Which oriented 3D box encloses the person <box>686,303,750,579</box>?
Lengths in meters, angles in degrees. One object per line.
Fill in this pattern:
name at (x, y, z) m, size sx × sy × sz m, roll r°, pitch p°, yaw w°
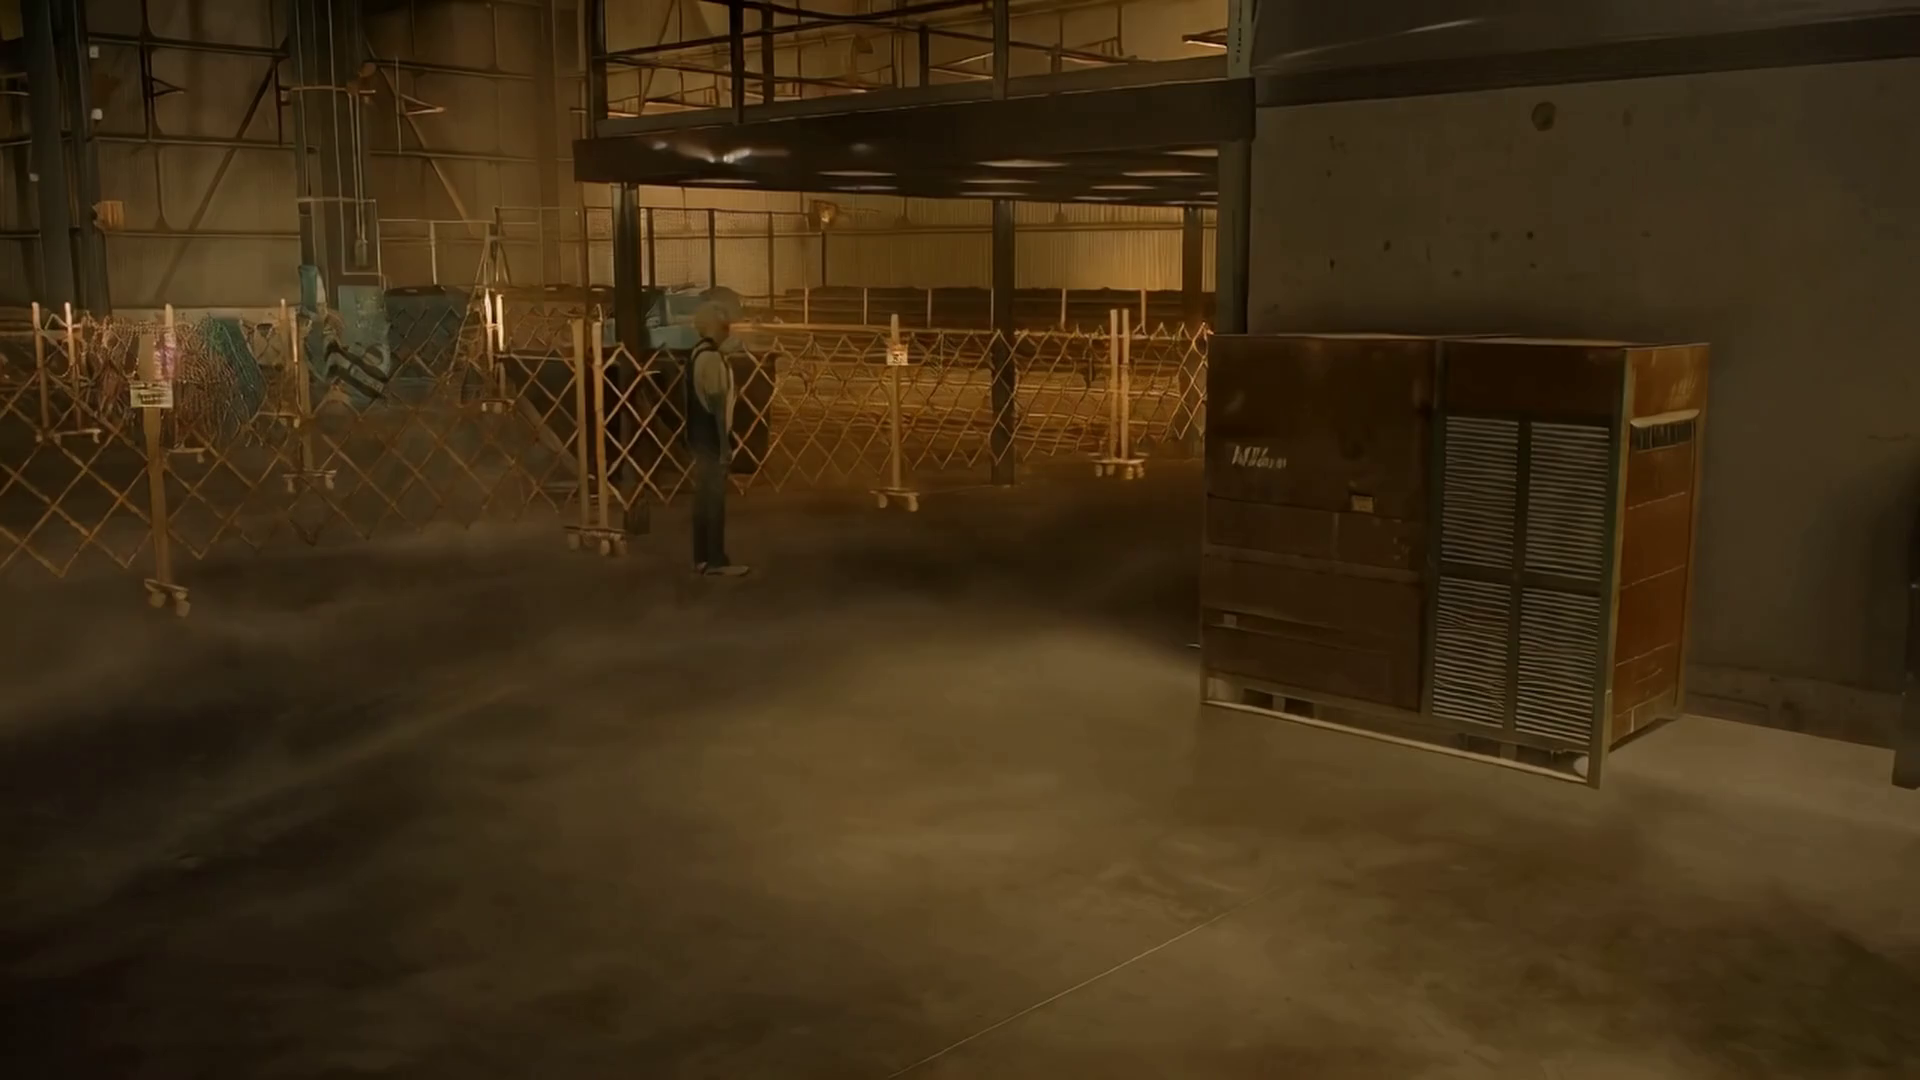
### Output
person at (-1.650, -0.662, 11.168) m, size 0.343 × 1.846 × 0.507 m, roll -5°, pitch 10°, yaw -27°
